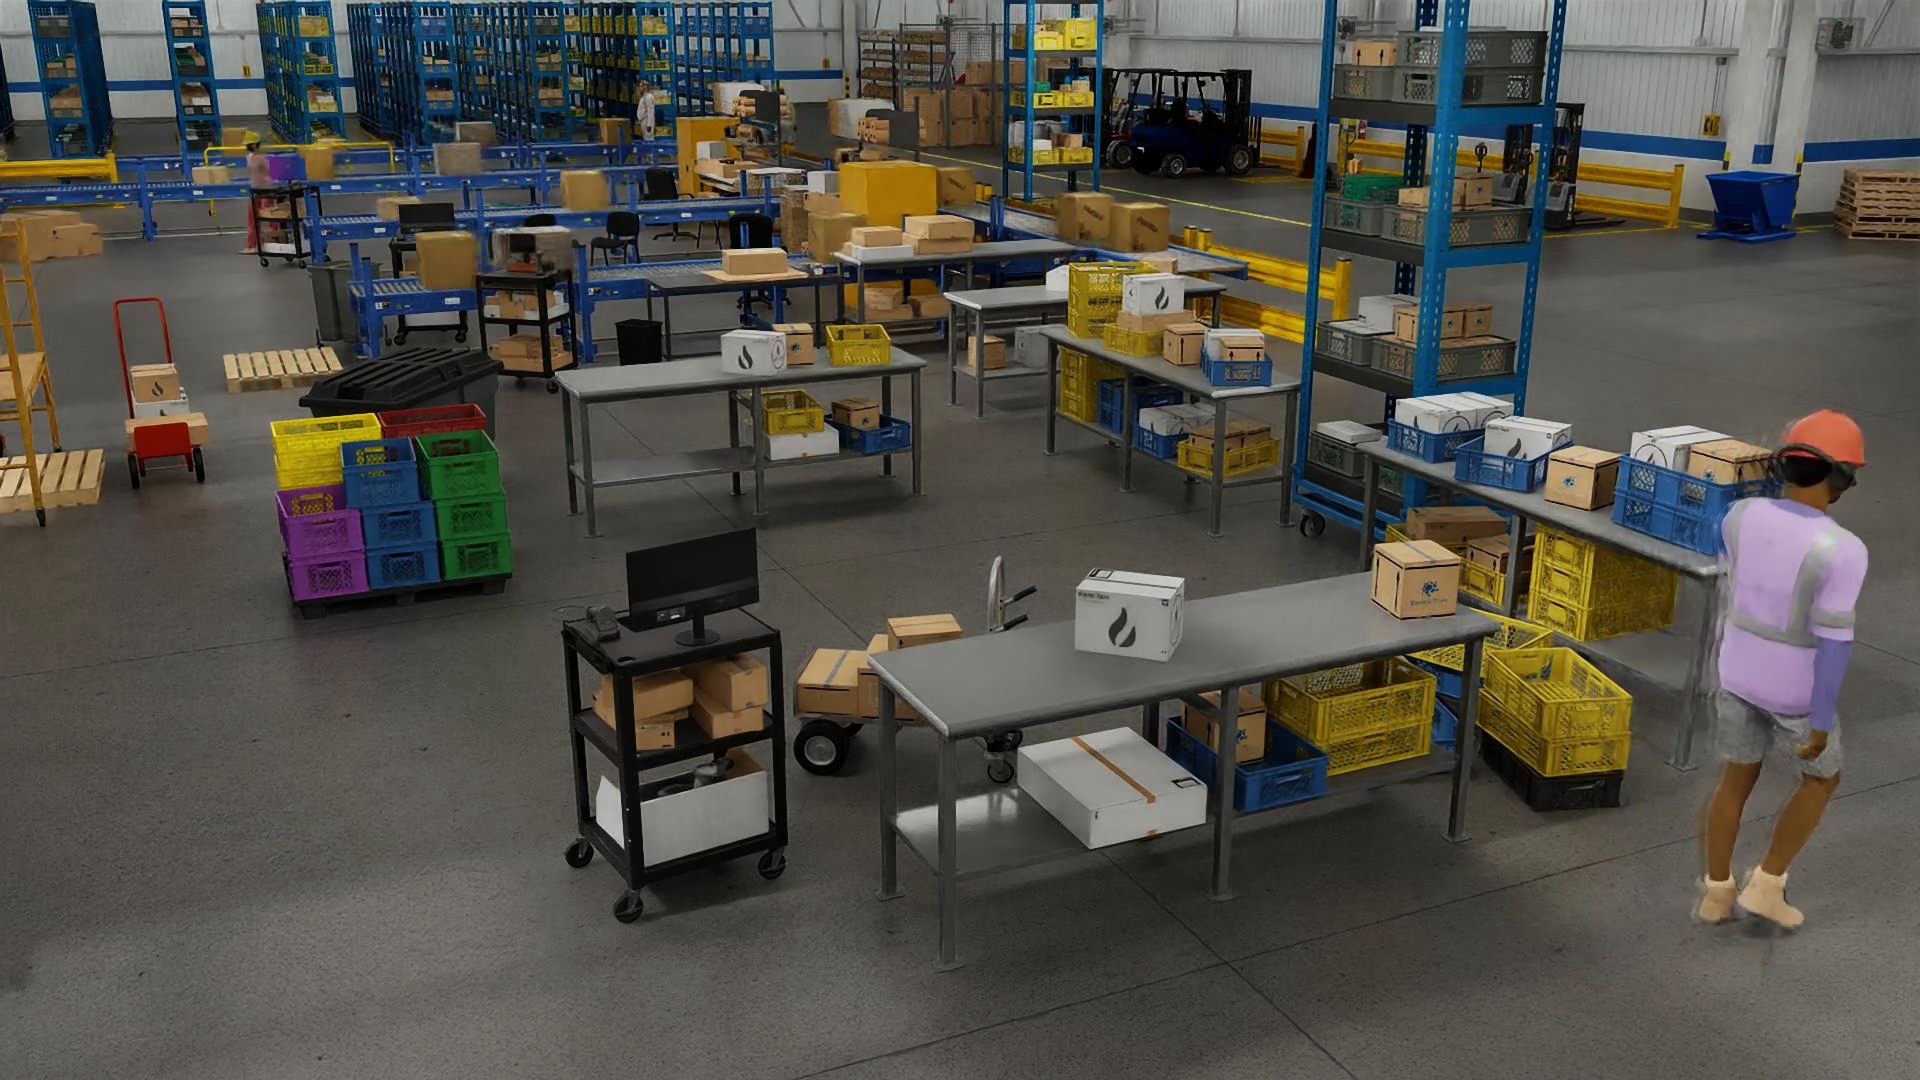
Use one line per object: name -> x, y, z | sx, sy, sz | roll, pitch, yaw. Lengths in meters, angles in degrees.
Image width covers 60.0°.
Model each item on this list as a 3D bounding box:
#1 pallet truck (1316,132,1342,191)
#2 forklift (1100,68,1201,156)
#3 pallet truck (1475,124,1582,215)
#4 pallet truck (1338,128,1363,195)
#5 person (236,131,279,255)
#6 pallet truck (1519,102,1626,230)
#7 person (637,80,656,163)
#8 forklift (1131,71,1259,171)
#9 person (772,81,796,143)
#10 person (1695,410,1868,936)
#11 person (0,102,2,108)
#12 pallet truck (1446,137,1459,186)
pallet truck -> 7.723, -7.504, 32.656 | 1.601, 1.201, 0.680 | -8, 19, -23
forklift -> 4.082, -9.564, 37.410 | 2.680, 1.987, 1.157 | -8, 19, -23
pallet truck -> 9.707, -6.455, 28.103 | 1.885, 1.965, 0.823 | -7, 19, -20
pallet truck -> 7.845, -7.140, 31.411 | 1.522, 1.261, 0.704 | -9, 20, -25
person -> -10.019, -4.903, 23.602 | 0.553, 1.743, 0.668 | 12, 21, 34
pallet truck -> 9.972, -6.037, 26.785 | 1.885, 1.965, 0.823 | -9, 20, -25
person -> -7.042, -9.341, 37.342 | 0.407, 1.906, 0.655 | -6, 19, -18
forklift -> 4.998, -8.936, 35.413 | 2.680, 1.987, 1.157 | -9, 20, -25
person -> -4.093, -9.669, 38.501 | 0.601, 1.834, 0.403 | 5, 18, 15
person -> 3.037, 0.515, 6.130 | 0.505, 2.013, 0.600 | -8, 19, -23
person -> -28.006, -12.819, 48.393 | 0.377, 1.844, 0.569 | 0, 18, 0
pallet truck -> 9.184, -6.485, 29.328 | 1.630, 1.274, 0.653 | -8, 19, -23
